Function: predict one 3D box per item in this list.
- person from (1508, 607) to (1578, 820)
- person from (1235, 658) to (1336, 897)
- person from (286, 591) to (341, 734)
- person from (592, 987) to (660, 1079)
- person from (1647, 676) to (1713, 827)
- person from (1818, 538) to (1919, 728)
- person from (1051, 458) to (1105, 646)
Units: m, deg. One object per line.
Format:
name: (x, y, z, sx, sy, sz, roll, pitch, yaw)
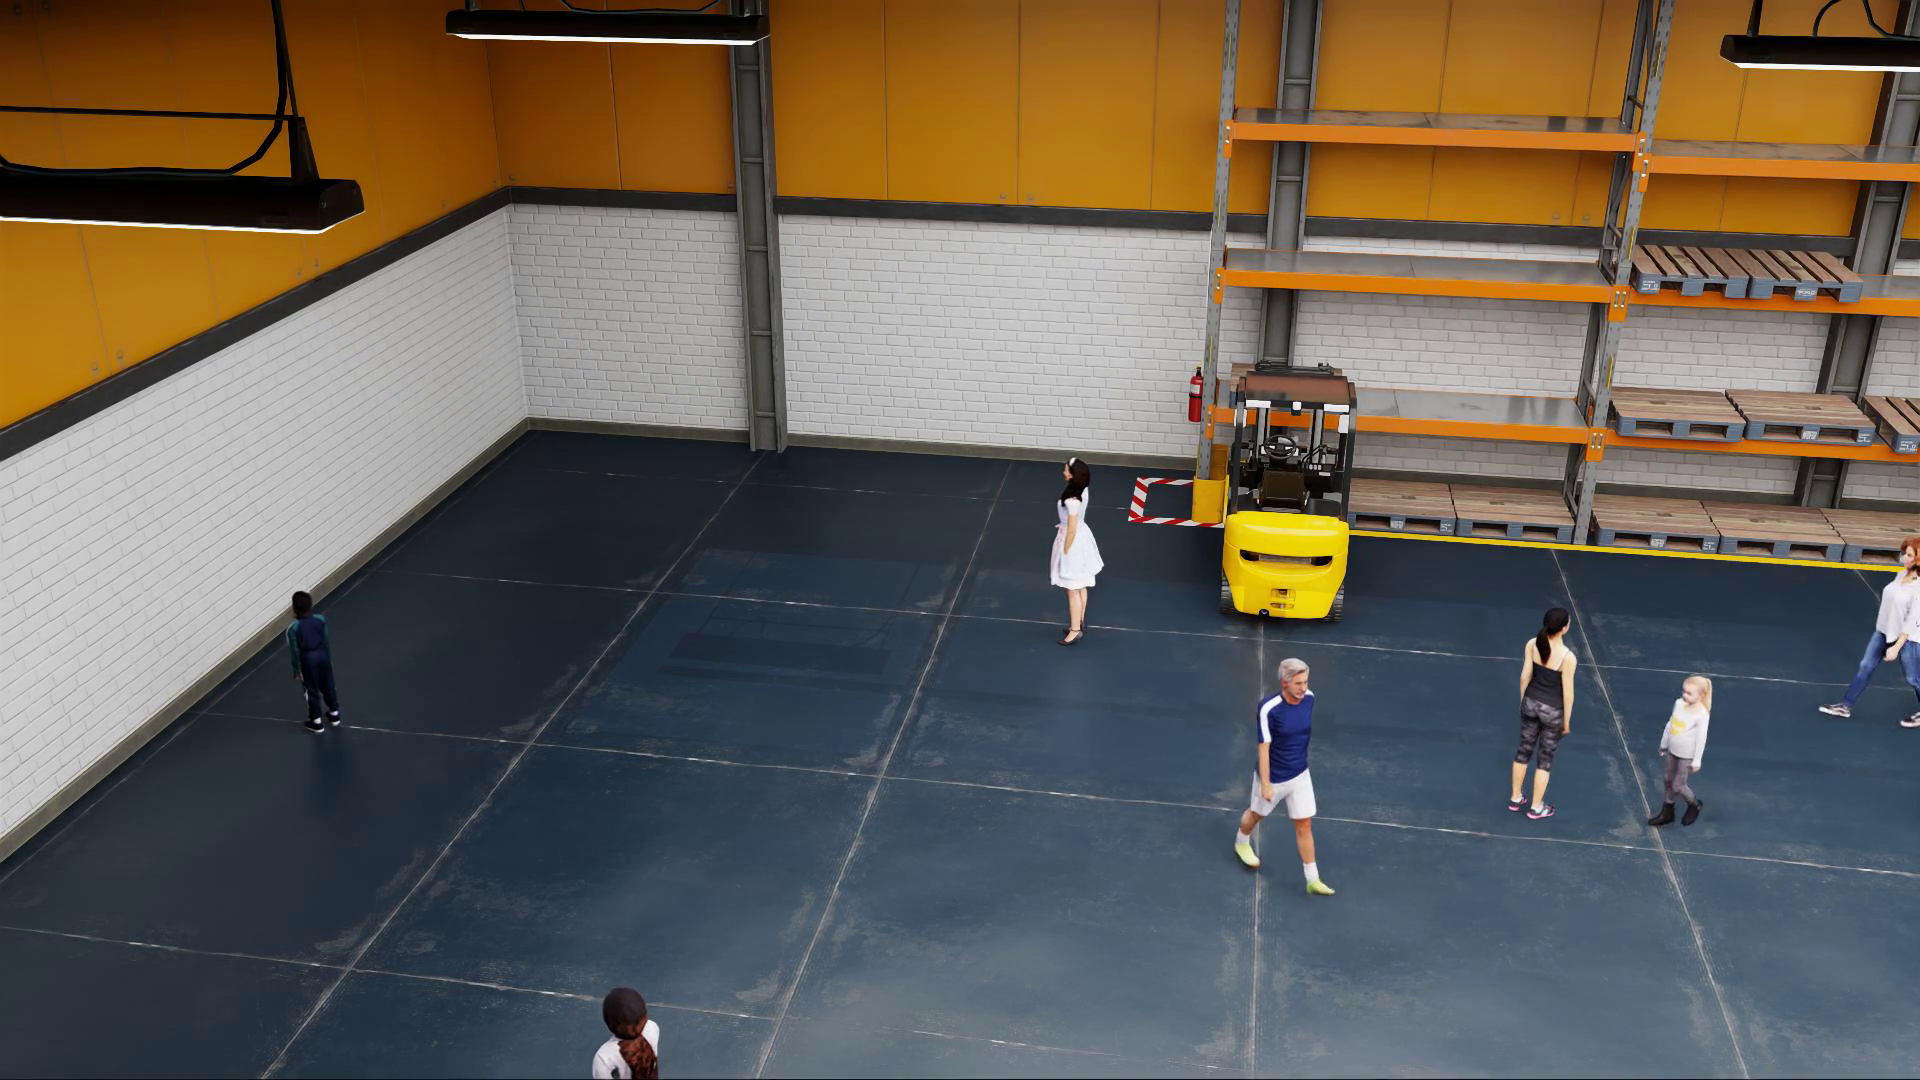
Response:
person: (4.419, 1.304, 12.642, 0.724, 1.728, 0.646, -20, 30, -37)
person: (2.227, 1.623, 11.843, 1.194, 1.783, 1.168, -12, 26, -25)
person: (-5.426, 1.002, 13.923, 0.595, 1.256, 0.572, 19, 30, 36)
person: (-1.702, 3.040, 8.683, 0.649, 1.719, 0.657, 14, 27, 29)
person: (5.505, 1.592, 12.555, 0.712, 1.271, 0.625, -7, 25, -16)
person: (7.931, 0.811, 13.840, 1.194, 1.672, 0.823, -1, 24, -3)
person: (1.049, 0.105, 15.273, 0.756, 1.819, 0.733, 8, 25, 17)
